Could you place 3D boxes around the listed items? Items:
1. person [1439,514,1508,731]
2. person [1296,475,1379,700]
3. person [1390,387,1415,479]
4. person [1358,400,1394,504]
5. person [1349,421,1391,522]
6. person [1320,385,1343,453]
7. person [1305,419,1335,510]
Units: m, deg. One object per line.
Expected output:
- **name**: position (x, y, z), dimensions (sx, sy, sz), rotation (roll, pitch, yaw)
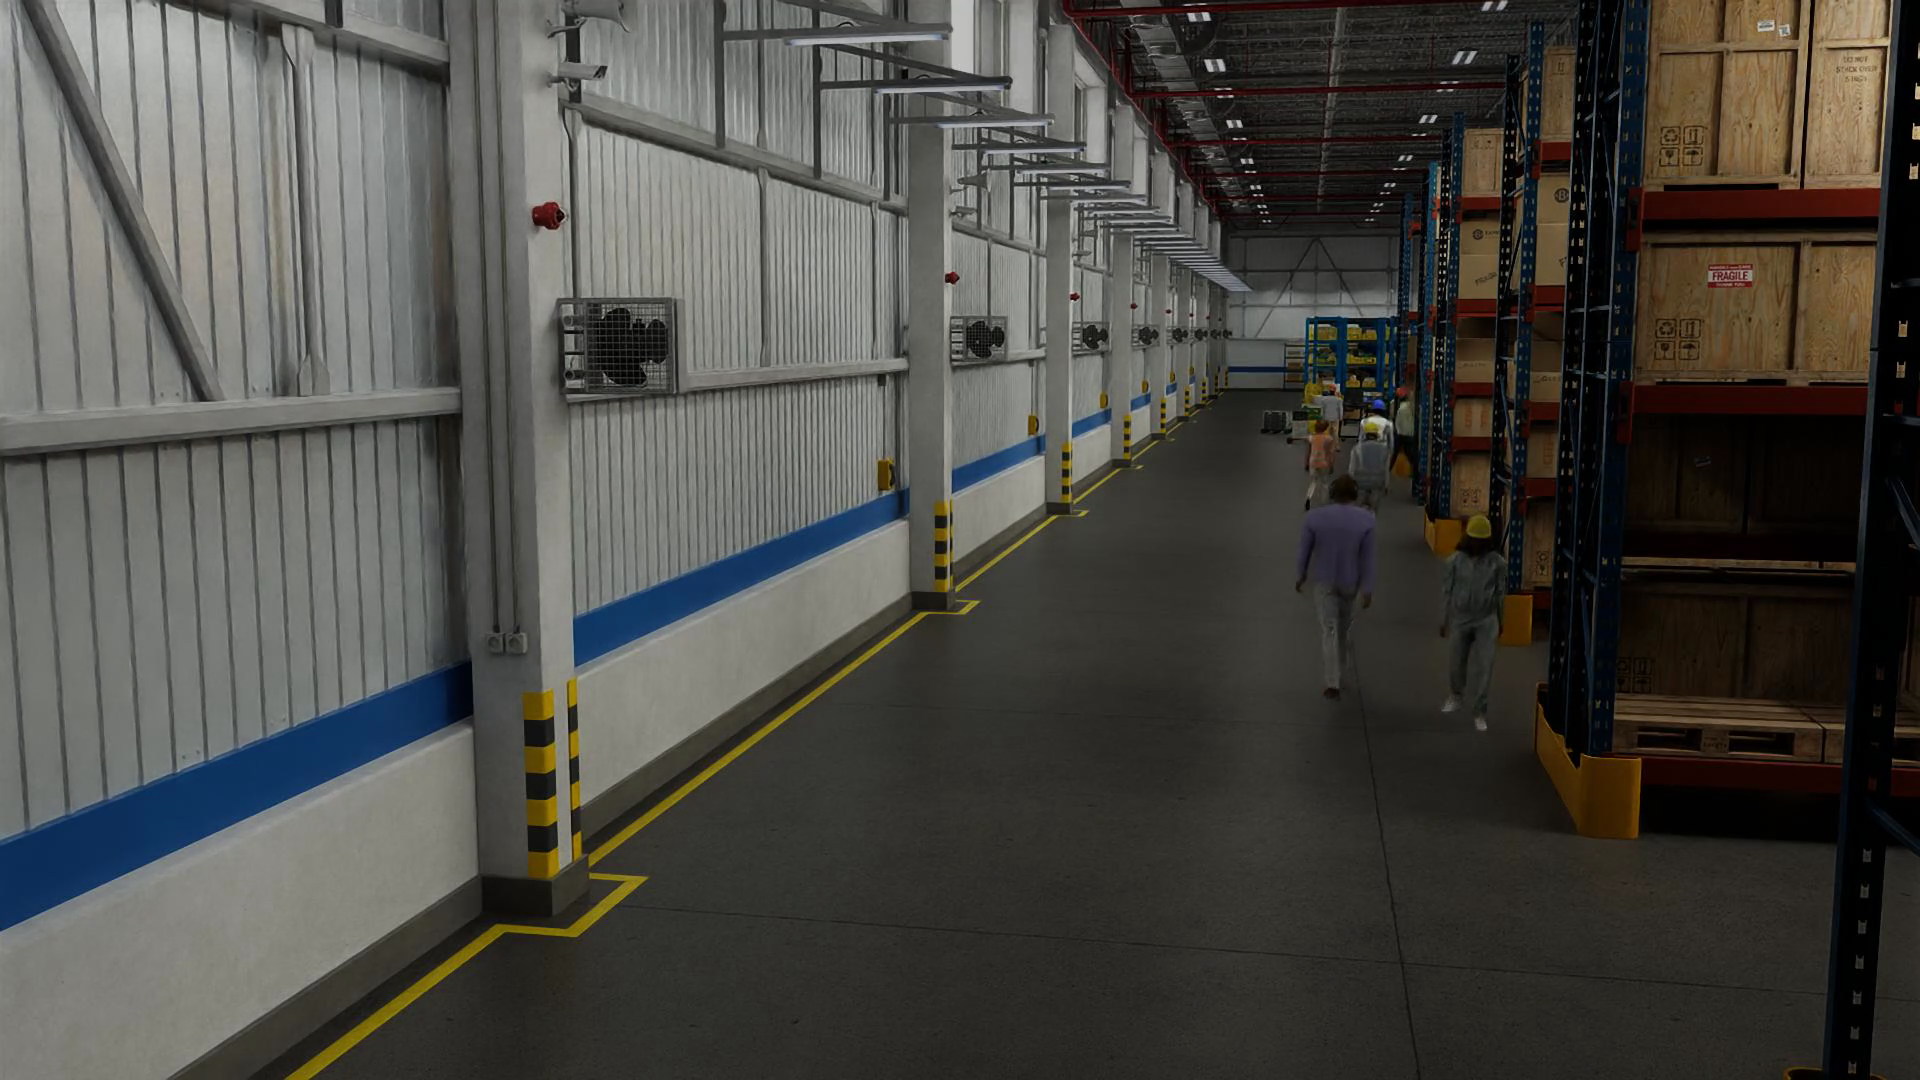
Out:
- **person**: position (4.059, 0.613, 13.192), dimensions (0.499, 1.703, 0.720), rotation (2, 7, 15)
- **person**: position (3.238, 0.378, 14.324), dimensions (0.651, 1.876, 1.039), rotation (1, 7, 4)
- **person**: position (9.321, -2.253, 35.194), dimensions (0.946, 1.945, 0.623), rotation (3, 8, 24)
- **person**: position (7.374, -1.531, 29.538), dimensions (0.623, 1.895, 0.979), rotation (1, 7, 10)
- **person**: position (5.935, -0.810, 24.117), dimensions (0.595, 1.816, 0.418), rotation (1, 7, 7)
- **person**: position (9.581, -3.124, 42.866), dimensions (0.562, 1.753, 0.334), rotation (2, 7, 18)
- **person**: position (6.168, -1.275, 28.582), dimensions (0.526, 1.620, 0.554), rotation (4, 8, 31)
